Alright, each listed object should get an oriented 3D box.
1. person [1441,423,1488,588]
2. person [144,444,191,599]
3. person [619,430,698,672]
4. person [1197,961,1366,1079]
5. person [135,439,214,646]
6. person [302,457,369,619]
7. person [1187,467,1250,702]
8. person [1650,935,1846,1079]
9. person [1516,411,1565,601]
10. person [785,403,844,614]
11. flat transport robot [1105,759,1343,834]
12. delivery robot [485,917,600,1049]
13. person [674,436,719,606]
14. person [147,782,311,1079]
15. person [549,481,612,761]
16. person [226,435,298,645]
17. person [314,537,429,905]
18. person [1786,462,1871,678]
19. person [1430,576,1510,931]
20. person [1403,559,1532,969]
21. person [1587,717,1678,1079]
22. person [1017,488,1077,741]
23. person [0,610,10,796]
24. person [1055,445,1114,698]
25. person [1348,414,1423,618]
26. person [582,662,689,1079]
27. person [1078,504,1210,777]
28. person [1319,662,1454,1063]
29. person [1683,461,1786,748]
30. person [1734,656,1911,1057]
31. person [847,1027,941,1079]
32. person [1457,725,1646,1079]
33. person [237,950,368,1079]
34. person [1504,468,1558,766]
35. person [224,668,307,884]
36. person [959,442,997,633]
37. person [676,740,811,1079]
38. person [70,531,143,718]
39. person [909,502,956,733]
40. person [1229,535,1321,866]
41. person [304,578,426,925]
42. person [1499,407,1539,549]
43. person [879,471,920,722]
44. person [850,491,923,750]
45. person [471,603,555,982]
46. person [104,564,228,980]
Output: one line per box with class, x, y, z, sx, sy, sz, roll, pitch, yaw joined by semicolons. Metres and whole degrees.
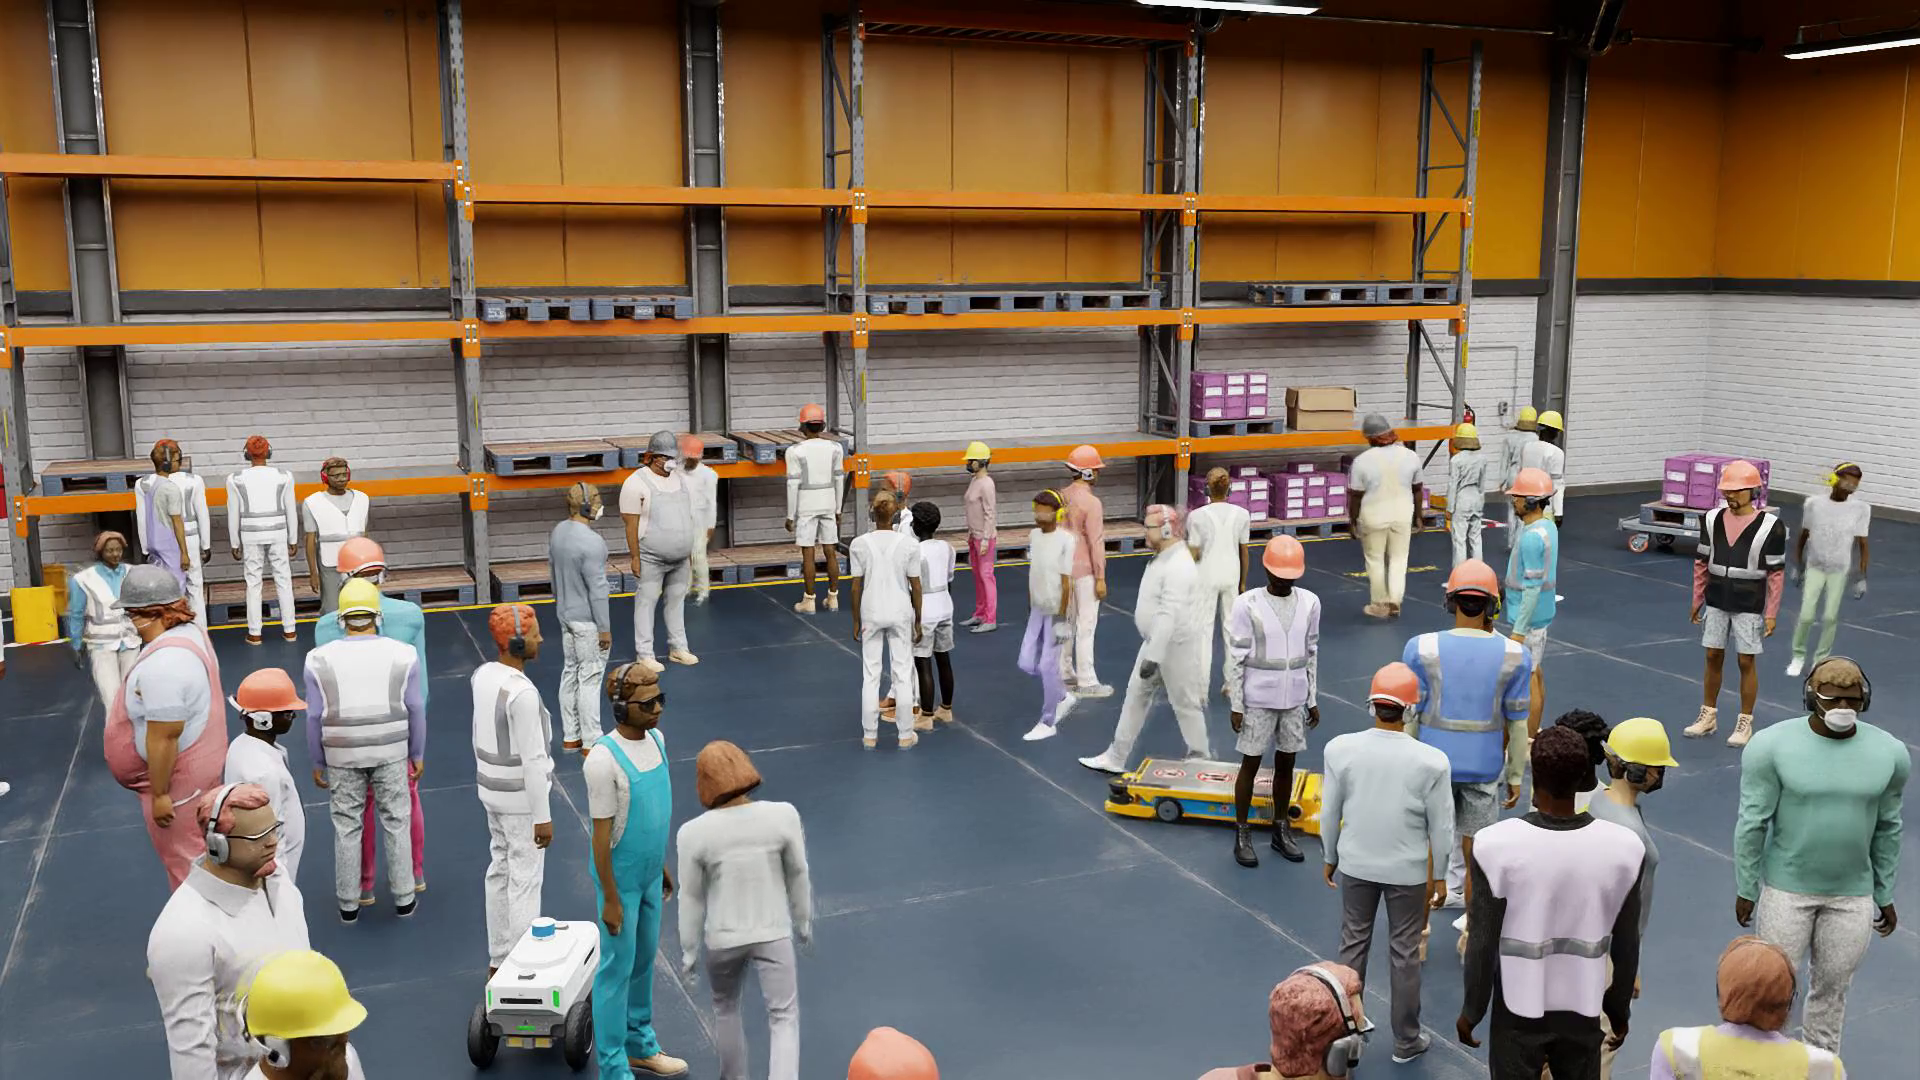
person;5.258;-0.347;17.312;0.485;1.733;0.351;-5;11;-28
person;-6.880;0.086;14.481;0.515;1.843;0.327;7;12;36
person;-2.477;0.079;13.958;0.535;2.000;0.680;9;13;41
person;0.805;1.897;3.874;0.408;1.905;0.653;-8;13;-39
person;-6.864;0.054;14.562;0.572;1.882;0.356;-3;10;-18
person;-5.083;0.232;13.633;0.385;1.845;0.569;8;13;39
person;1.995;0.349;12.965;0.508;1.846;0.345;-2;10;-11
person;2.208;1.900;4.747;0.529;1.591;0.862;4;11;24
person;5.857;-0.343;16.748;0.394;1.916;0.588;-4;11;-23
person;-1.419;-0.300;16.131;0.605;2.045;0.386;-6;11;-30
flat transport robot;1.675;1.580;10.402;1.431;0.197;0.652;3;10;16
delivery robot;-1.838;1.918;7.372;0.477;0.478;0.707;0;10;2
person;-2.692;-0.194;16.493;0.714;1.707;0.372;7;12;36
person;-2.190;1.671;5.174;0.401;1.906;0.651;1;10;4
person;-2.593;0.557;11.497;0.357;1.938;0.637;-8;13;-39
person;-6.232;0.003;14.901;0.573;1.871;0.355;-5;11;-26
person;-3.174;0.970;8.988;0.616;1.986;0.406;-9;13;-42
person;7.072;0.260;13.516;0.540;1.831;0.516;5;11;28
person;2.659;1.084;8.651;0.329;1.876;0.508;-4;10;-20
person;2.446;1.098;8.140;0.615;2.028;0.409;1;10;8
person;2.526;1.537;6.381;0.339;1.761;0.524;2;10;10
person;0.648;0.532;11.933;0.440;1.845;0.522;-7;12;-37
person;-6.379;0.738;10.514;0.598;1.917;0.375;-4;11;-22
person;0.965;0.244;13.141;0.380;1.995;0.611;-6;11;-29
person;4.031;-0.237;15.777;0.734;2.000;0.658;0;10;-3
person;-1.343;1.407;6.883;0.351;1.842;0.507;3;10;19
person;1.240;0.701;10.890;0.934;1.864;0.651;-1;10;-7
person;1.854;1.390;7.234;0.573;1.748;0.336;5;11;27
person;5.484;0.452;11.804;0.380;2.041;0.616;-8;13;-39
person;3.419;1.399;6.649;0.634;1.938;0.355;1;10;6
person;-0.138;1.971;3.882;0.562;1.752;0.323;-8;13;-38
person;2.007;1.579;5.671;0.594;1.917;0.373;0;10;-1
person;-1.725;1.887;4.235;0.790;1.806;0.599;1;10;6
person;3.872;0.525;11.385;0.375;2.044;0.605;5;11;26
person;-2.963;1.404;7.184;0.350;1.744;0.571;-6;12;-31
person;0.174;-0.026;15.358;0.314;1.768;0.527;-3;10;-17
person;-0.828;1.594;6.507;0.531;1.594;0.731;-2;10;-11
person;-5.693;0.747;11.318;0.745;1.606;0.546;9;13;42
person;-0.236;0.563;12.160;0.321;1.696;0.536;8;12;37
person;1.810;0.912;9.492;0.550;1.923;0.385;-3;10;-15
person;-3.094;1.104;8.695;0.586;1.824;0.404;-4;11;-20
person;6.528;-0.682;19.231;0.515;1.723;0.583;7;12;34
person;-0.473;0.413;12.482;0.346;1.884;0.584;-3;10;-17
person;-0.513;0.570;11.695;0.511;1.845;0.341;1;10;4
person;-2.078;1.224;7.821;0.341;1.879;0.587;-8;13;-38
person;-3.856;1.098;8.088;0.537;2.000;0.684;-2;10;-10
